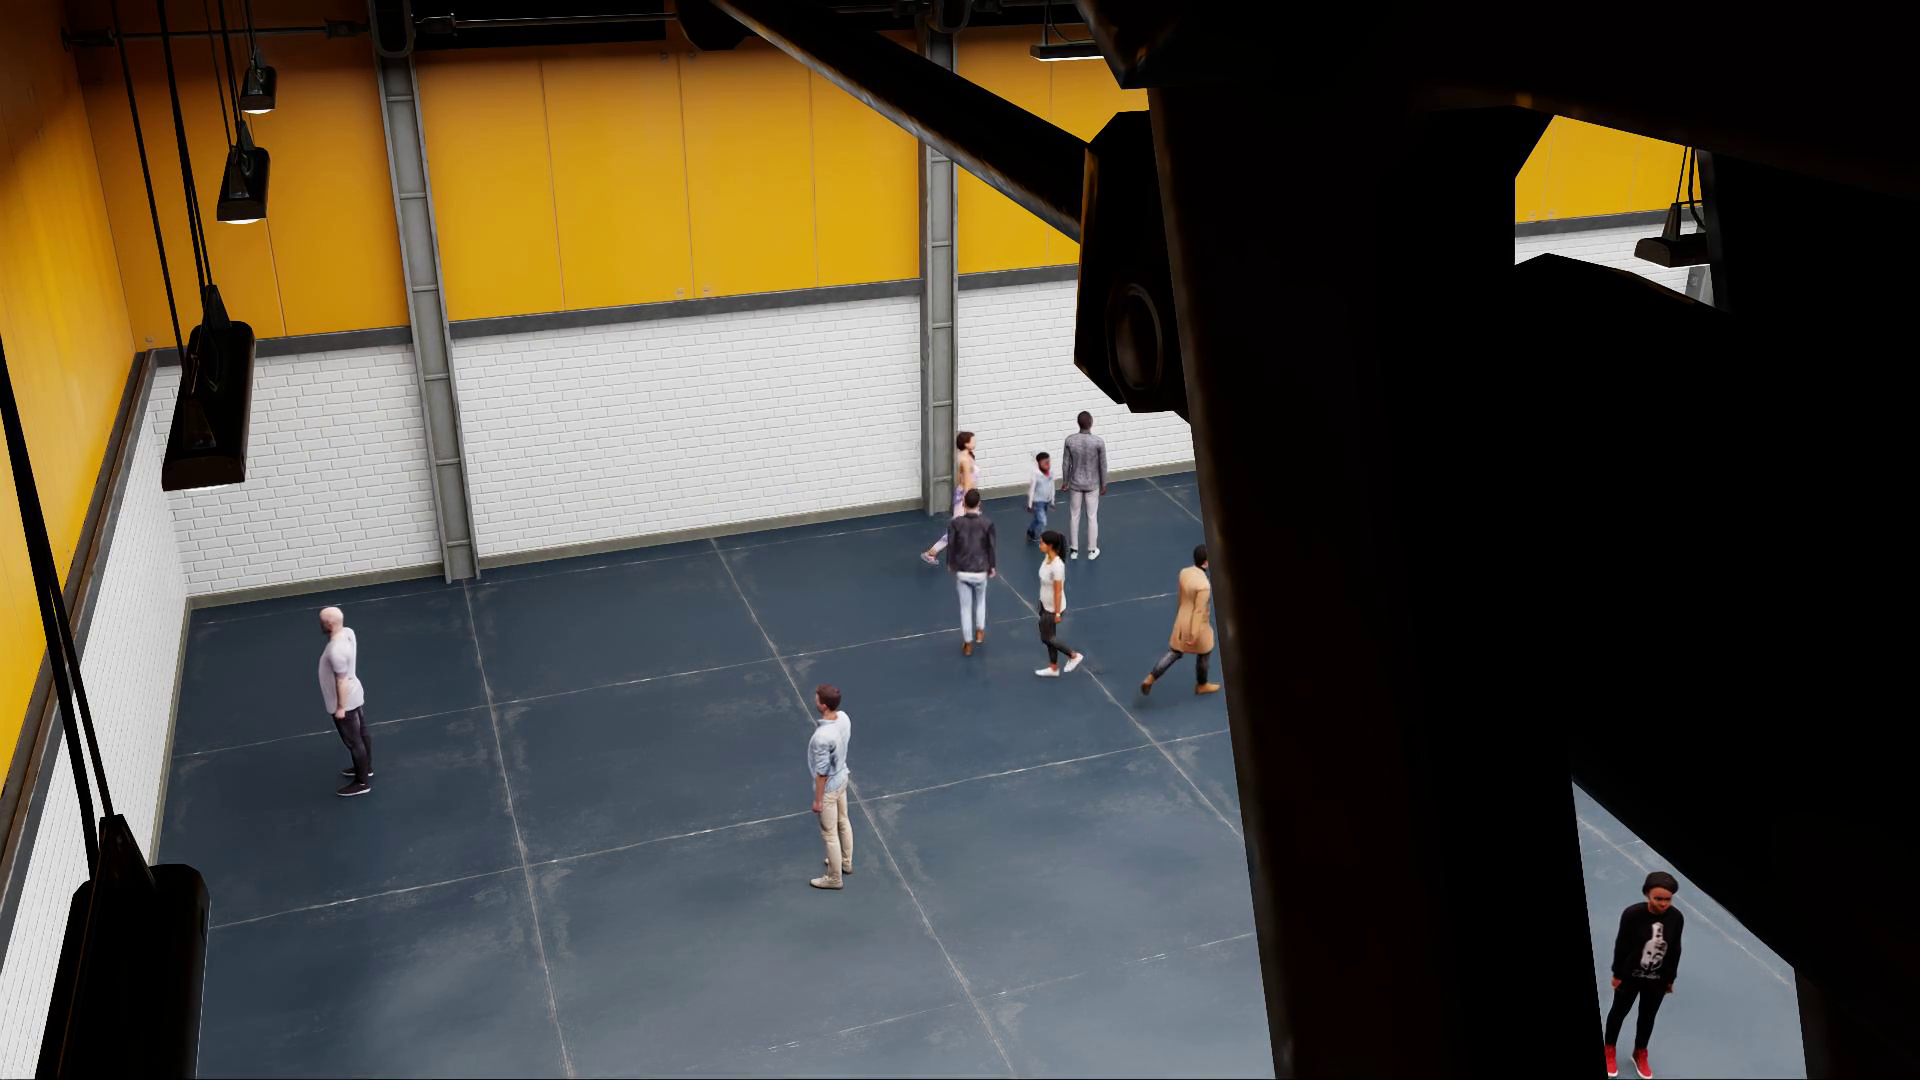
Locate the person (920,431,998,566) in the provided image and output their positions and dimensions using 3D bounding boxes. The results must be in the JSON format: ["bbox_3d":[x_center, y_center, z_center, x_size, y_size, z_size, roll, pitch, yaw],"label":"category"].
[{"bbox_3d":[-0.028,-0.429,19.511,1.209,1.730,0.787,-3,24,-6],"label":"person"}]

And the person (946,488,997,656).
[{"bbox_3d":[0.127,0.375,17.559,0.741,1.818,0.819,-3,24,-7],"label":"person"}]

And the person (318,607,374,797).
[{"bbox_3d":[-5.589,1.430,15.121,0.636,1.839,0.698,-4,24,-9],"label":"person"}]

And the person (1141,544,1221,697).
[{"bbox_3d":[2.238,0.864,16.609,1.165,1.685,0.770,-13,27,-28],"label":"person"}]

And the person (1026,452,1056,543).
[{"bbox_3d":[0.964,-0.499,20.299,0.880,1.226,0.712,-17,29,-33],"label":"person"}]

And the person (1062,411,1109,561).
[{"bbox_3d":[1.480,-0.659,19.904,0.694,1.836,0.827,4,24,10],"label":"person"}]

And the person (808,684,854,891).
[{"bbox_3d":[-1.066,2.024,13.751,0.766,1.847,0.727,8,25,19],"label":"person"}]

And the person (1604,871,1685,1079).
[{"bbox_3d":[4.788,3.028,11.672,0.598,1.674,0.723,2,24,6],"label":"person"}]

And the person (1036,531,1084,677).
[{"bbox_3d":[1.039,0.667,17.129,0.764,1.628,0.654,-4,24,-9],"label":"person"}]
